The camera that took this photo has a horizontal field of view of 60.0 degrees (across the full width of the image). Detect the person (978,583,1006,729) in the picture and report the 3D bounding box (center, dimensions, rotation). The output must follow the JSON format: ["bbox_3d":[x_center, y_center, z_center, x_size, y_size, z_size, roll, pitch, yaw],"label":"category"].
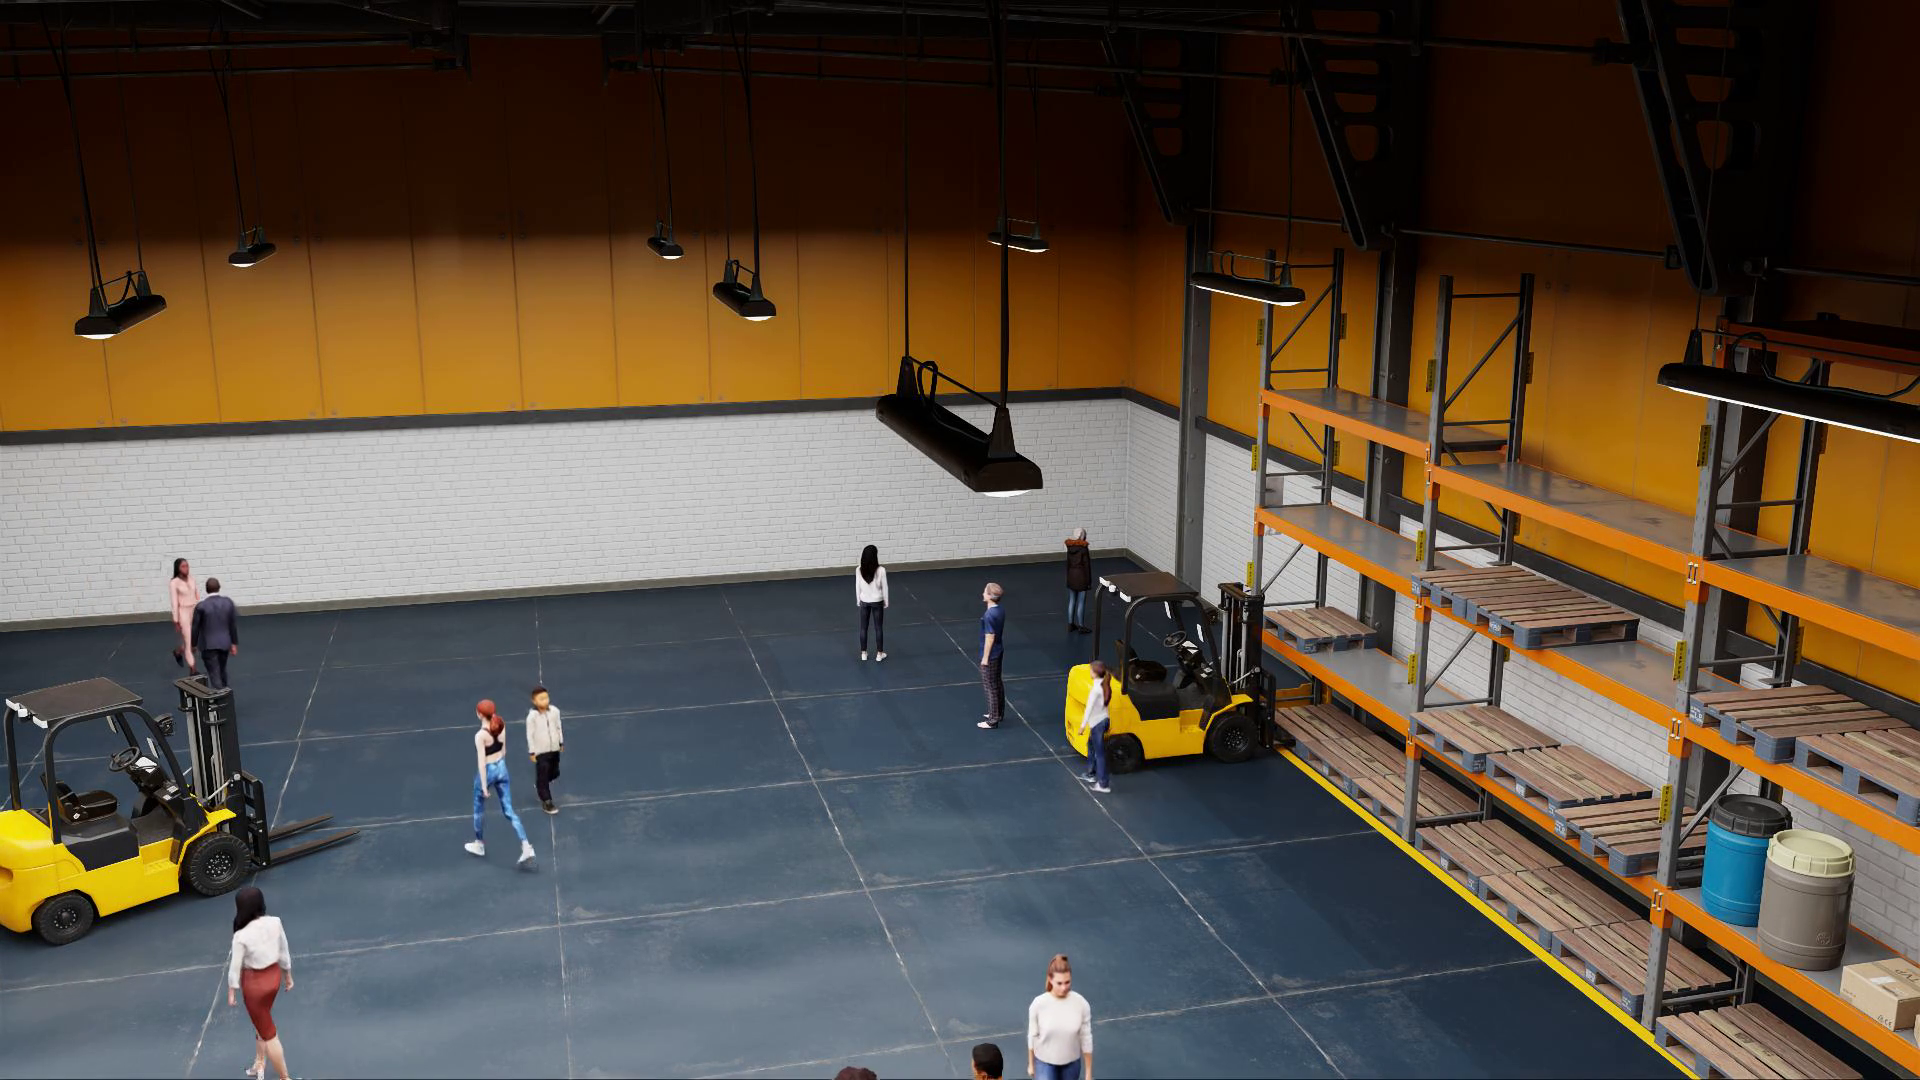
[{"bbox_3d":[0.406,1.450,21.143,0.796,1.871,0.680,5,14,18],"label":"person"}]

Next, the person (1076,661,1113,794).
[{"bbox_3d":[1.651,2.141,18.985,0.827,1.545,0.761,8,16,31],"label":"person"}]

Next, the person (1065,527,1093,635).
[{"bbox_3d":[1.792,0.599,25.163,0.793,1.634,0.690,-12,18,-41],"label":"person"}]

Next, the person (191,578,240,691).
[{"bbox_3d":[-9.615,1.401,21.505,1.270,1.797,1.102,12,18,41],"label":"person"}]

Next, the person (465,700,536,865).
[{"bbox_3d":[-4.713,2.508,17.046,1.235,1.743,1.064,10,17,37],"label":"person"}]

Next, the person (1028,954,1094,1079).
[{"bbox_3d":[0.699,3.767,11.996,0.740,1.673,1.194,-1,14,-5],"label":"person"}]

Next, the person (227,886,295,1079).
[{"bbox_3d":[-5.339,3.526,12.872,0.925,1.729,0.873,7,15,26],"label":"person"}]

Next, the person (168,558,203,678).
[{"bbox_3d":[-10.749,1.085,23.000,0.995,1.707,0.973,6,15,23],"label":"person"}]

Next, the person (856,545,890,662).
[{"bbox_3d":[-1.271,0.888,23.826,0.701,1.701,0.693,2,14,9],"label":"person"}]

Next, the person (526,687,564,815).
[{"bbox_3d":[-4.649,2.311,18.499,0.865,1.443,0.786,12,18,40],"label":"person"}]
